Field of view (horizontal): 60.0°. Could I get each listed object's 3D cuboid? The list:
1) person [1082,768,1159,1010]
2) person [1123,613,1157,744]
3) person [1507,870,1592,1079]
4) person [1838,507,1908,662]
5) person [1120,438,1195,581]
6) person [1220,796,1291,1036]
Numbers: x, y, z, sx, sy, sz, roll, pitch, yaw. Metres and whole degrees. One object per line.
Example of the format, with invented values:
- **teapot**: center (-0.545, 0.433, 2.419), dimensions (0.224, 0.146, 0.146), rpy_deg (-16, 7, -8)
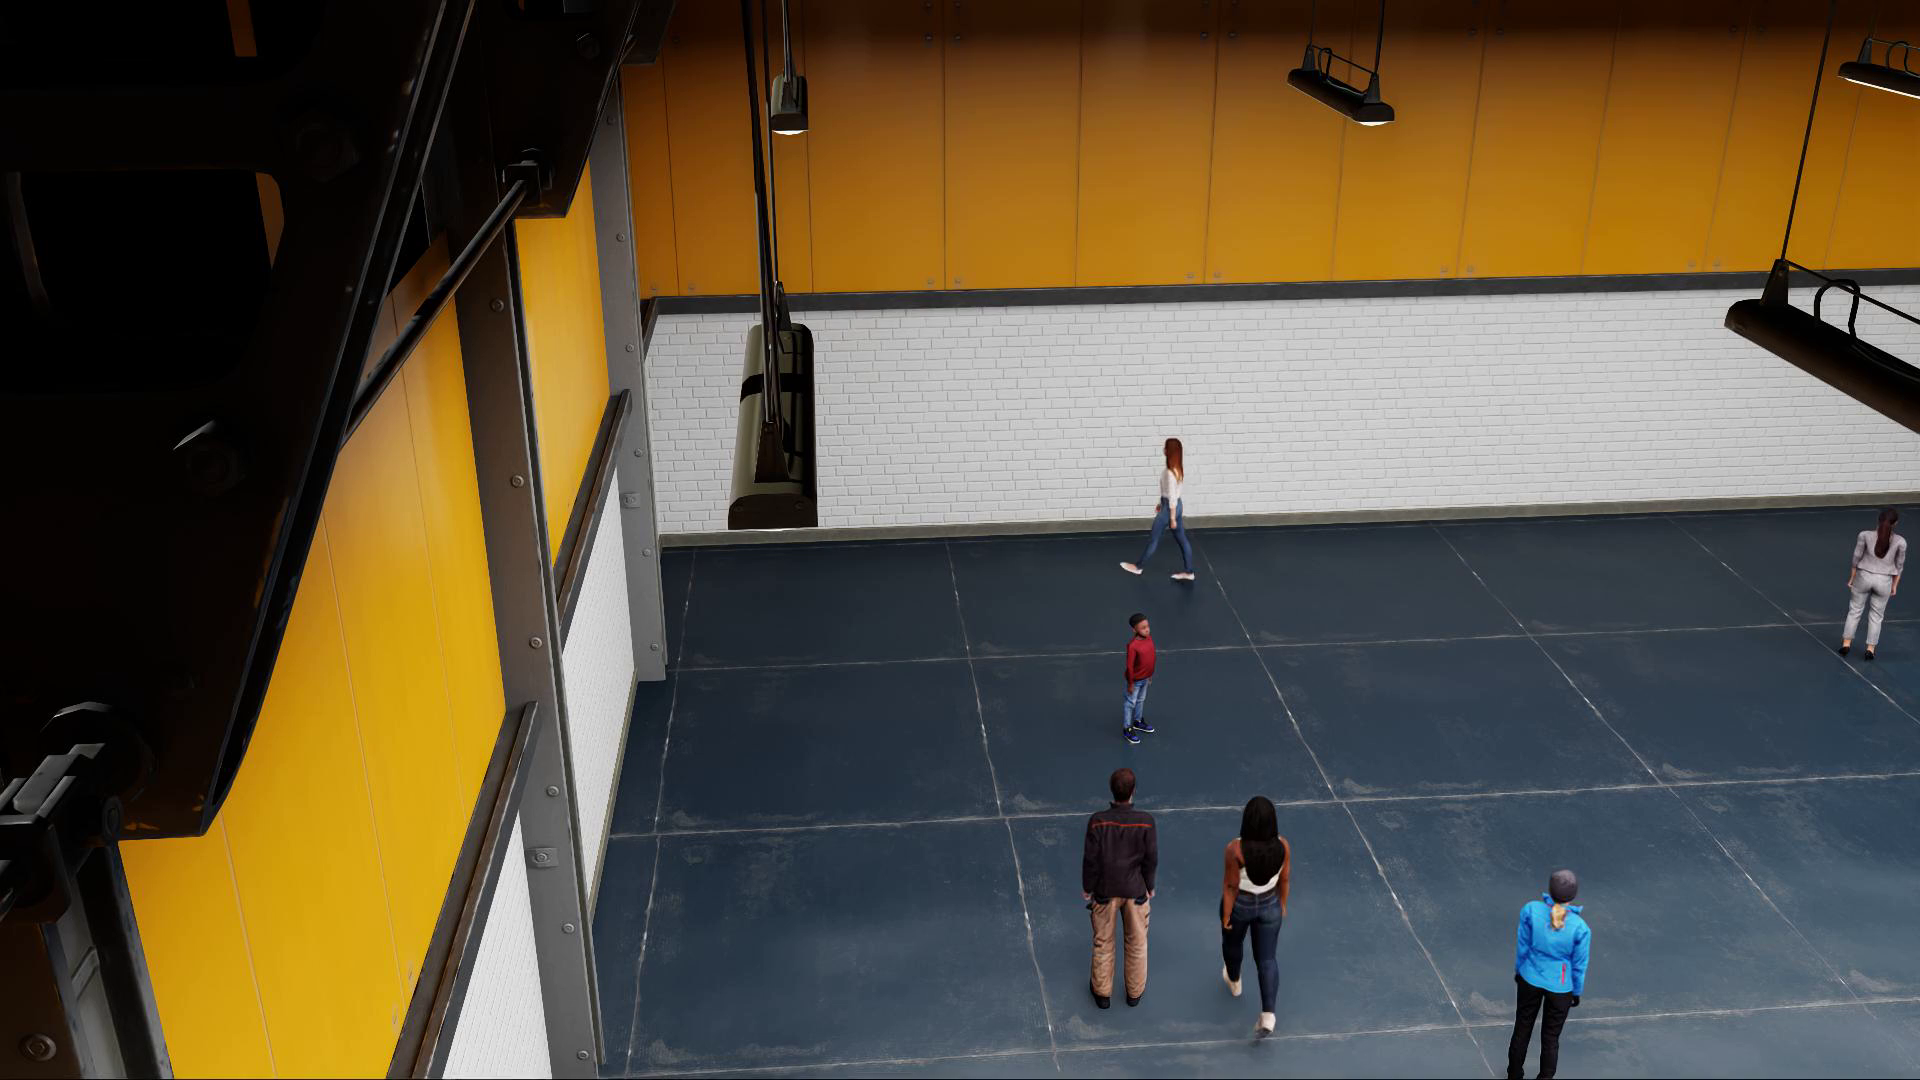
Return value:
- **person**: center (1.140, 2.503, 11.926), dimensions (0.709, 1.921, 0.614), rpy_deg (0, 24, 0)
- **person**: center (1.666, 1.261, 15.598), dimensions (0.644, 1.256, 0.585), rpy_deg (19, 30, 37)
- **person**: center (3.891, 2.956, 11.045), dimensions (0.689, 1.797, 0.733), rpy_deg (16, 28, 33)
- **person**: center (9.295, 0.445, 16.938), dimensions (0.728, 1.679, 0.766), rpy_deg (13, 27, 27)
- **person**: center (2.456, -0.312, 18.654), dimensions (0.963, 1.691, 1.083), rpy_deg (9, 25, 20)
- **person**: center (2.091, 2.663, 11.740), dimensions (0.654, 1.777, 1.141), rpy_deg (-1, 24, -3)
